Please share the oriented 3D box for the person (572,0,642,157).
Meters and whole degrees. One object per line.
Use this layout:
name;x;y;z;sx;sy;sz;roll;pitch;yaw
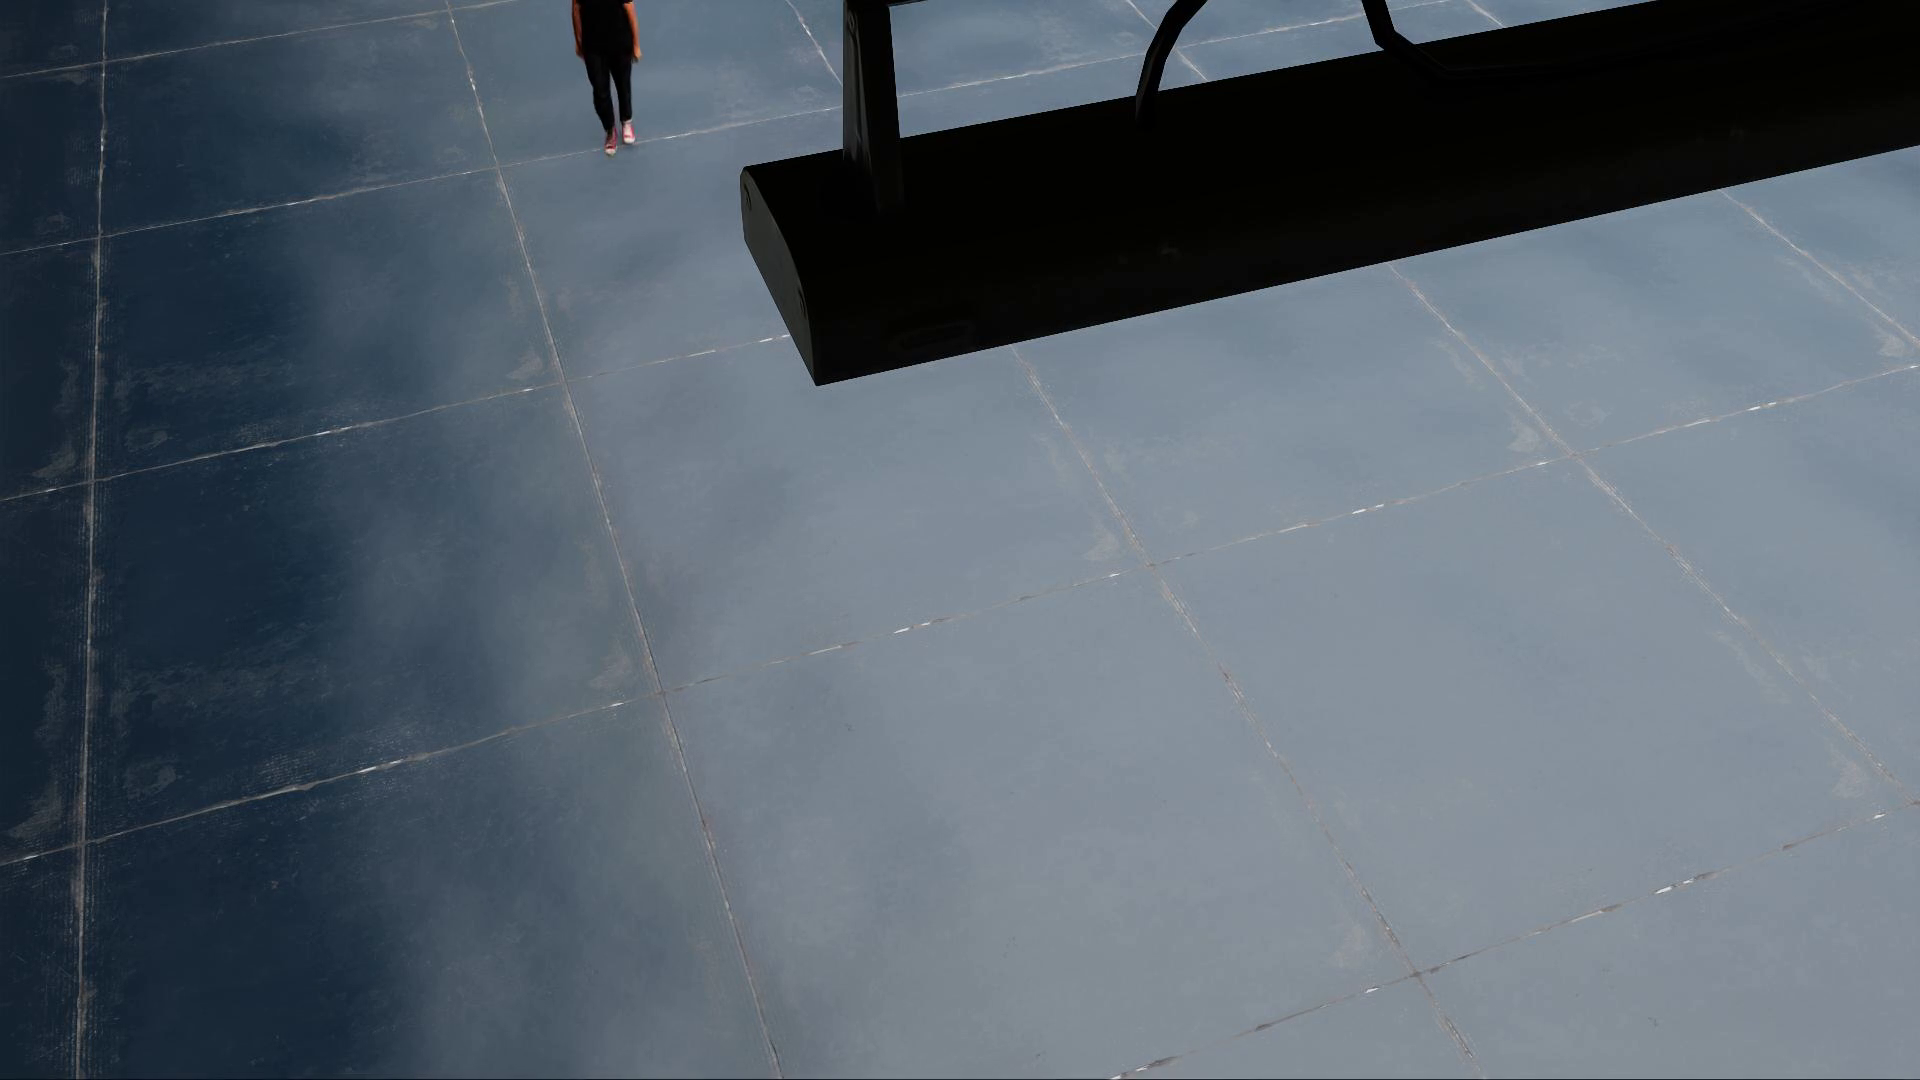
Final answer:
person;-2.778;-3.955;13.111;0.727;1.742;0.769;-7;44;-8
